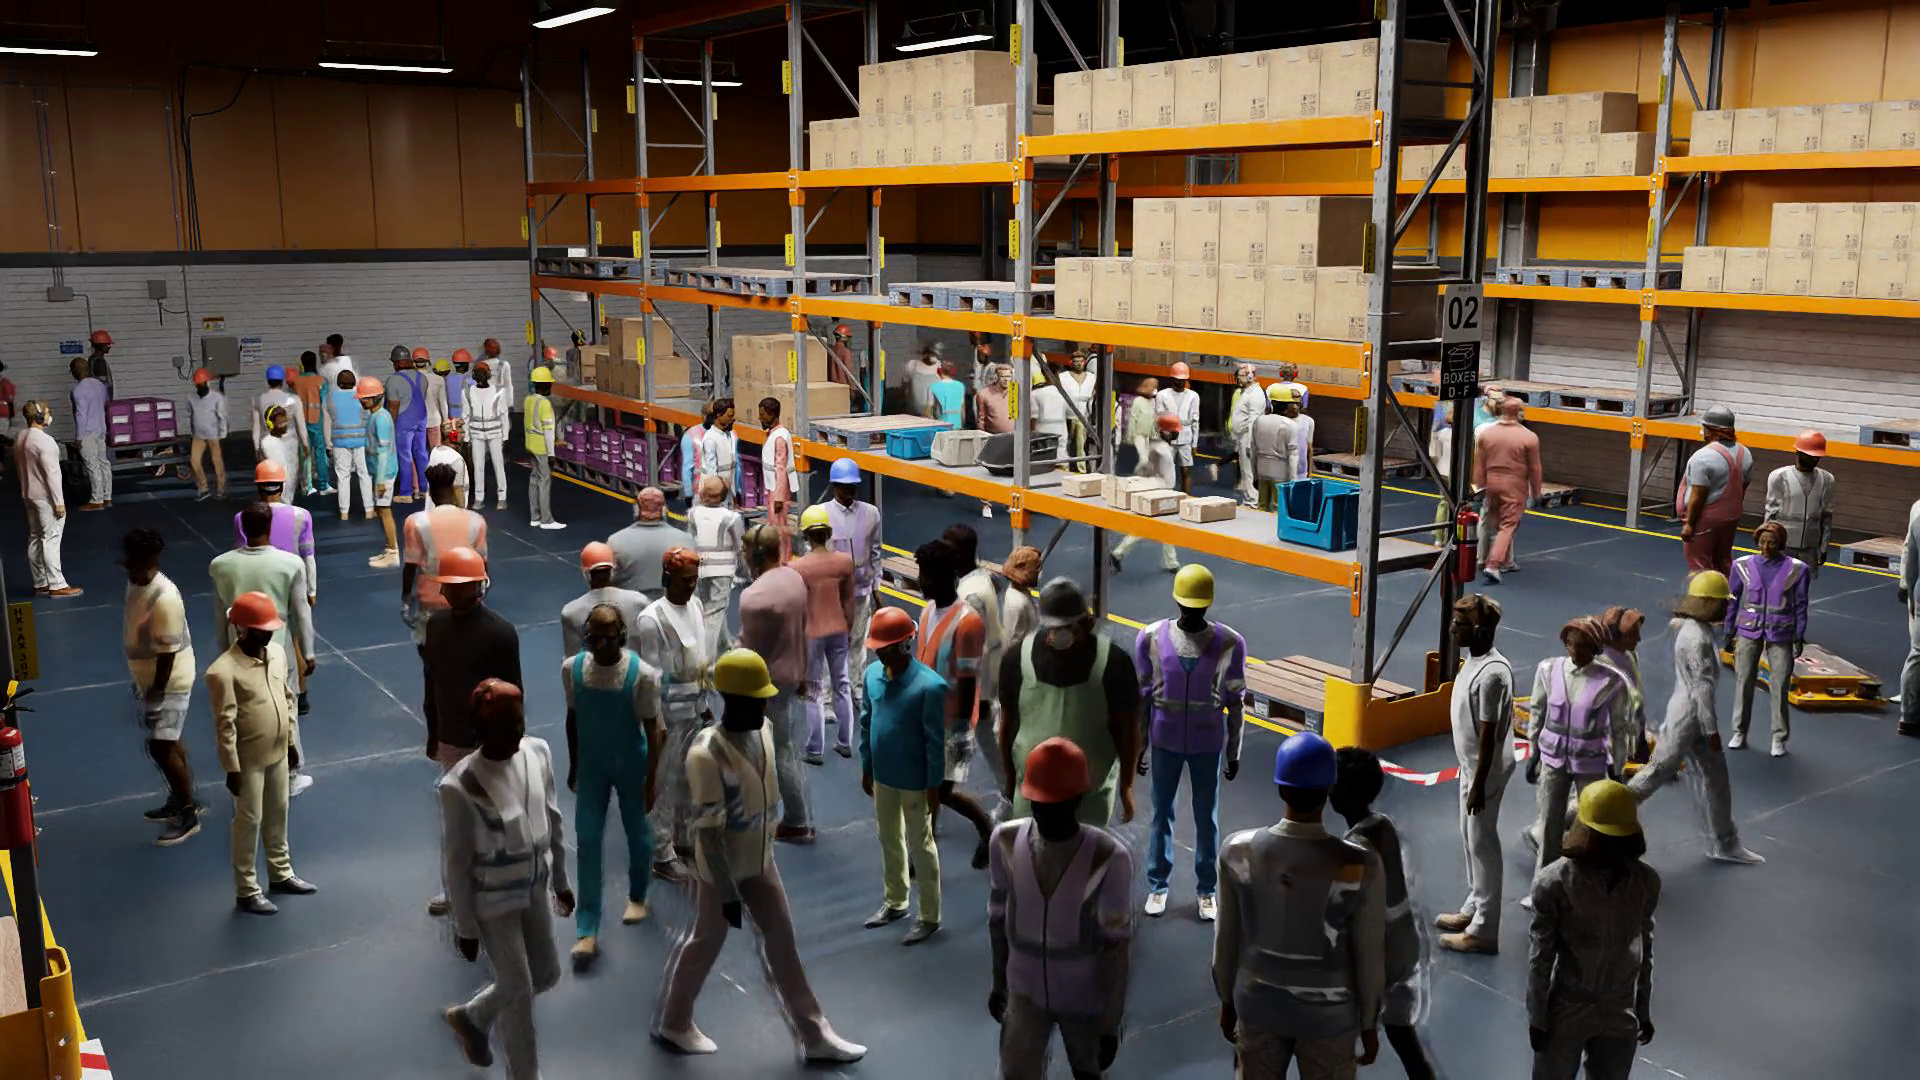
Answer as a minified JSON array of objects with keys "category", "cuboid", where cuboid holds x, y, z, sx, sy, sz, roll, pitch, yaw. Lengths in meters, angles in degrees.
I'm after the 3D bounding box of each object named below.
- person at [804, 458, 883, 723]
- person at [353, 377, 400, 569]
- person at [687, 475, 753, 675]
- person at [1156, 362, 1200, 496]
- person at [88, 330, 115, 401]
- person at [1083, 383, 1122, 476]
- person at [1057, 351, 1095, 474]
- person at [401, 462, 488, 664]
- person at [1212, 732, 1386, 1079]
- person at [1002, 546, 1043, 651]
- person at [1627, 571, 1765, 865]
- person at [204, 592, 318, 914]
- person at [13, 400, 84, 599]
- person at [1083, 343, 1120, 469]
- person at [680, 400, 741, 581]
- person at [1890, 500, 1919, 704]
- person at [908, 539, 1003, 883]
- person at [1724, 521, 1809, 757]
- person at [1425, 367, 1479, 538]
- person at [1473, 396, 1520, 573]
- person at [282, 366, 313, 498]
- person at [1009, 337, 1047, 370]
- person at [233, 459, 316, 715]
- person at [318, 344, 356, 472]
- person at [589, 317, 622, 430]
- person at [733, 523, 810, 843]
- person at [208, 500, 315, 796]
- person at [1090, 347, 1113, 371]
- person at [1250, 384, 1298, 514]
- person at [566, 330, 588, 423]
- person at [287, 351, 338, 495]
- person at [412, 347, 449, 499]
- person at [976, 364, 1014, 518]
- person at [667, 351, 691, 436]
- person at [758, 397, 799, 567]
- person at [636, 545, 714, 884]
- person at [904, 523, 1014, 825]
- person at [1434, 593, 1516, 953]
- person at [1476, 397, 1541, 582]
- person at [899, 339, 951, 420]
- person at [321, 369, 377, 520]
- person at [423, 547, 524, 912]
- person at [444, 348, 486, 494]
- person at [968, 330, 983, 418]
[{"category":"person","cuboid":[-0.843,0.364,12.233,0.633,1.947,0.405,-5,12,-25]},{"category":"person","cuboid":[-6.128,-0.708,17.515,0.407,2.032,0.621,-5,12,-23]},{"category":"person","cuboid":[-1.923,0.263,13.598,0.536,1.601,0.785,6,12,27]},{"category":"person","cuboid":[2.668,-1.224,20.426,0.543,1.929,0.399,0,11,0]},{"category":"person","cuboid":[-12.493,-2.039,24.299,0.404,2.038,0.605,-8,13,-34]},{"category":"person","cuboid":[1.800,-1.213,21.090,0.511,1.640,0.308,5,12,24]},{"category":"person","cuboid":[1.600,-1.689,22.990,0.564,1.847,0.388,-3,12,-17]},{"category":"person","cuboid":[-3.685,0.418,11.975,0.662,1.937,0.658,-8,14,-37]},{"category":"person","cuboid":[1.180,1.622,5.821,0.604,1.939,0.415,6,12,26]},{"category":"person","cuboid":[0.389,0.834,10.648,0.283,1.627,0.498,1,11,4]},{"category":"person","cuboid":[4.173,1.003,9.594,0.909,1.700,0.487,6,13,29]},{"category":"person","cuboid":[-3.726,1.125,8.873,0.354,1.739,0.570,3,11,14]},{"category":"person","cuboid":[-8.886,-0.396,16.139,0.630,1.940,0.372,7,13,33]},{"category":"person","cuboid":[2.041,-1.995,24.064,0.535,2.000,0.680,-1,11,-6]},{"category":"person","cuboid":[-2.521,-0.505,16.952,0.634,1.841,0.429,-8,13,-34]},{"category":"person","cuboid":[7.320,0.351,12.441,0.399,1.897,0.652,-5,12,-23]},{"category":"person","cuboid":[-0.083,0.959,9.175,0.657,1.945,0.649,-5,12,-26]},{"category":"person","cuboid":[5.553,0.668,11.492,0.524,1.631,0.319,7,13,31]},{"category":"person","cuboid":[5.689,-1.004,19.147,0.856,1.974,0.634,-5,12,-23]},{"category":"person","cuboid":[5.598,-0.577,17.314,0.564,1.842,0.393,9,14,40]},{"category":"person","cuboid":[-8.807,-1.462,22.137,0.565,1.725,0.793,-3,11,-14]},{"category":"person","cuboid":[1.073,-2.299,26.147,0.621,1.838,0.429,0,11,2]},{"category":"person","cuboid":[-5.053,0.362,12.304,0.549,1.925,0.384,-7,13,-31]},{"category":"person","cuboid":[-9.099,-1.895,24.027,1.005,1.852,0.662,2,11,9]},{"category":"person","cuboid":[-5.947,-2.768,28.132,0.611,1.996,0.379,2,11,10]},{"category":"person","cuboid":[-1.225,0.845,9.851,0.791,1.910,0.639,3,12,16]},{"category":"person","cuboid":[-4.435,0.703,10.595,0.594,1.910,0.392,-1,11,-3]},{"category":"person","cuboid":[2.169,-2.256,26.299,0.529,1.690,0.318,8,14,36]},{"category":"person","cuboid":[3.348,-0.691,17.680,0.388,1.927,0.589,-10,15,-41]},{"category":"person","cuboid":[-6.129,-2.447,26.816,0.538,1.869,0.313,9,14,39]},{"category":"person","cuboid":[-8.601,-1.544,22.072,0.600,1.915,0.377,2,11,11]},{"category":"person","cuboid":[-7.036,-1.533,21.849,0.621,1.985,0.408,-3,12,-16]},{"category":"person","cuboid":[0.516,-1.210,20.427,0.642,1.901,0.397,-3,11,-13]},{"category":"person","cuboid":[-4.378,-2.086,25.573,0.509,1.632,0.269,3,11,14]},{"category":"person","cuboid":[-1.818,-0.481,16.668,0.396,1.908,0.599,-3,11,-14]},{"category":"person","cuboid":[-1.577,0.960,9.338,0.354,1.886,0.572,4,12,20]},{"category":"person","cuboid":[-0.041,0.834,10.028,0.896,1.870,0.607,0,11,2]},{"category":"person","cuboid":[2.615,1.169,8.409,0.347,1.839,0.501,1,11,6]},{"category":"person","cuboid":[5.575,-0.517,16.962,0.937,1.875,0.644,-9,14,-39]},{"category":"person","cuboid":[-0.558,-1.872,23.430,0.821,2.000,0.533,1,11,6]},{"category":"person","cuboid":[-7.439,-1.166,20.328,0.635,1.842,0.429,-4,12,-19]},{"category":"person","cuboid":[-2.576,1.015,8.768,0.622,1.996,0.370,5,12,25]},{"category":"person","cuboid":[-6.638,-1.589,22.248,0.550,1.935,0.376,4,12,22]},{"category":"person","cuboid":[0.341,-2.549,27.323,0.438,1.874,0.618,2,11,8]}]
